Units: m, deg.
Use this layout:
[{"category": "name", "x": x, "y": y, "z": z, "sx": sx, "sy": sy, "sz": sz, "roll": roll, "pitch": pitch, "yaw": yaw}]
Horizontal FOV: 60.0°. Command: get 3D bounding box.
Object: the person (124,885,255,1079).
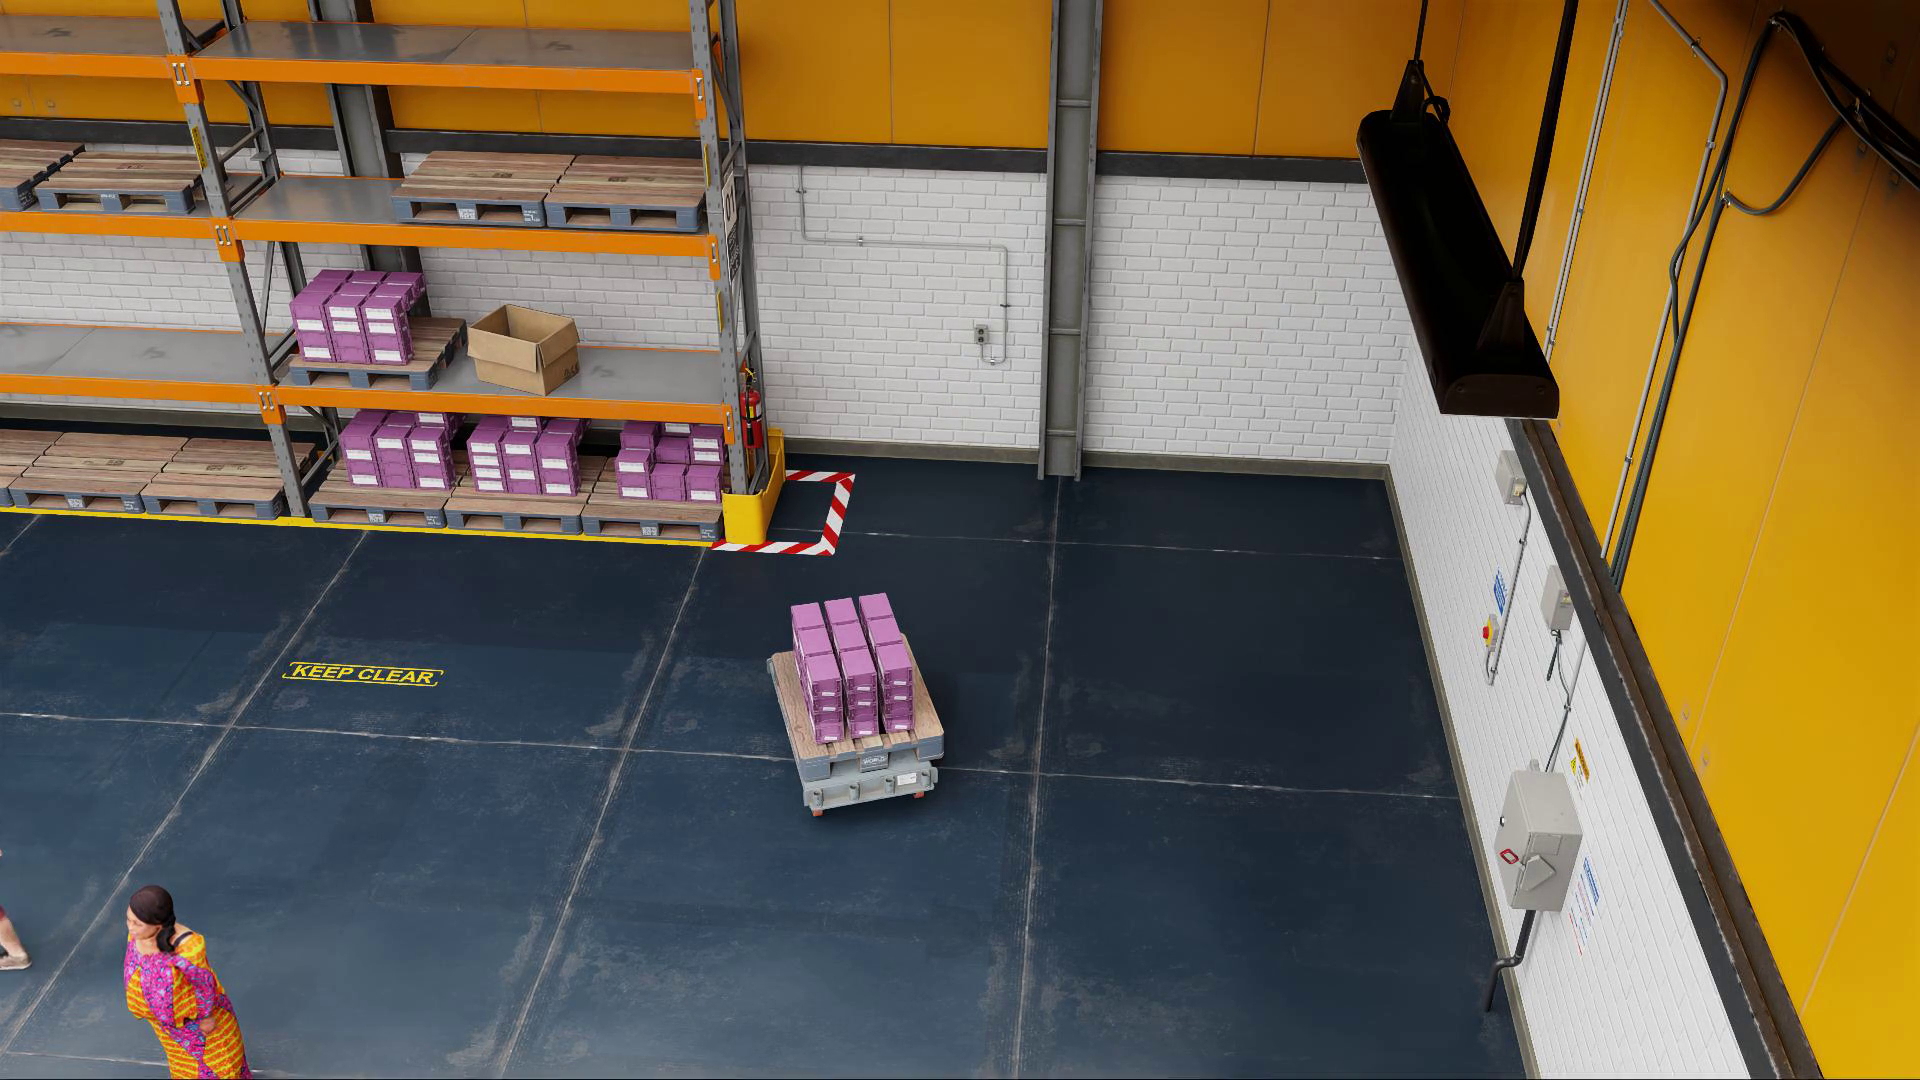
[{"category": "person", "x": -4.275, "y": 2.519, "z": 9.115, "sx": 0.700, "sy": 1.686, "sz": 0.795, "roll": 14, "pitch": 36, "yaw": 20}]
